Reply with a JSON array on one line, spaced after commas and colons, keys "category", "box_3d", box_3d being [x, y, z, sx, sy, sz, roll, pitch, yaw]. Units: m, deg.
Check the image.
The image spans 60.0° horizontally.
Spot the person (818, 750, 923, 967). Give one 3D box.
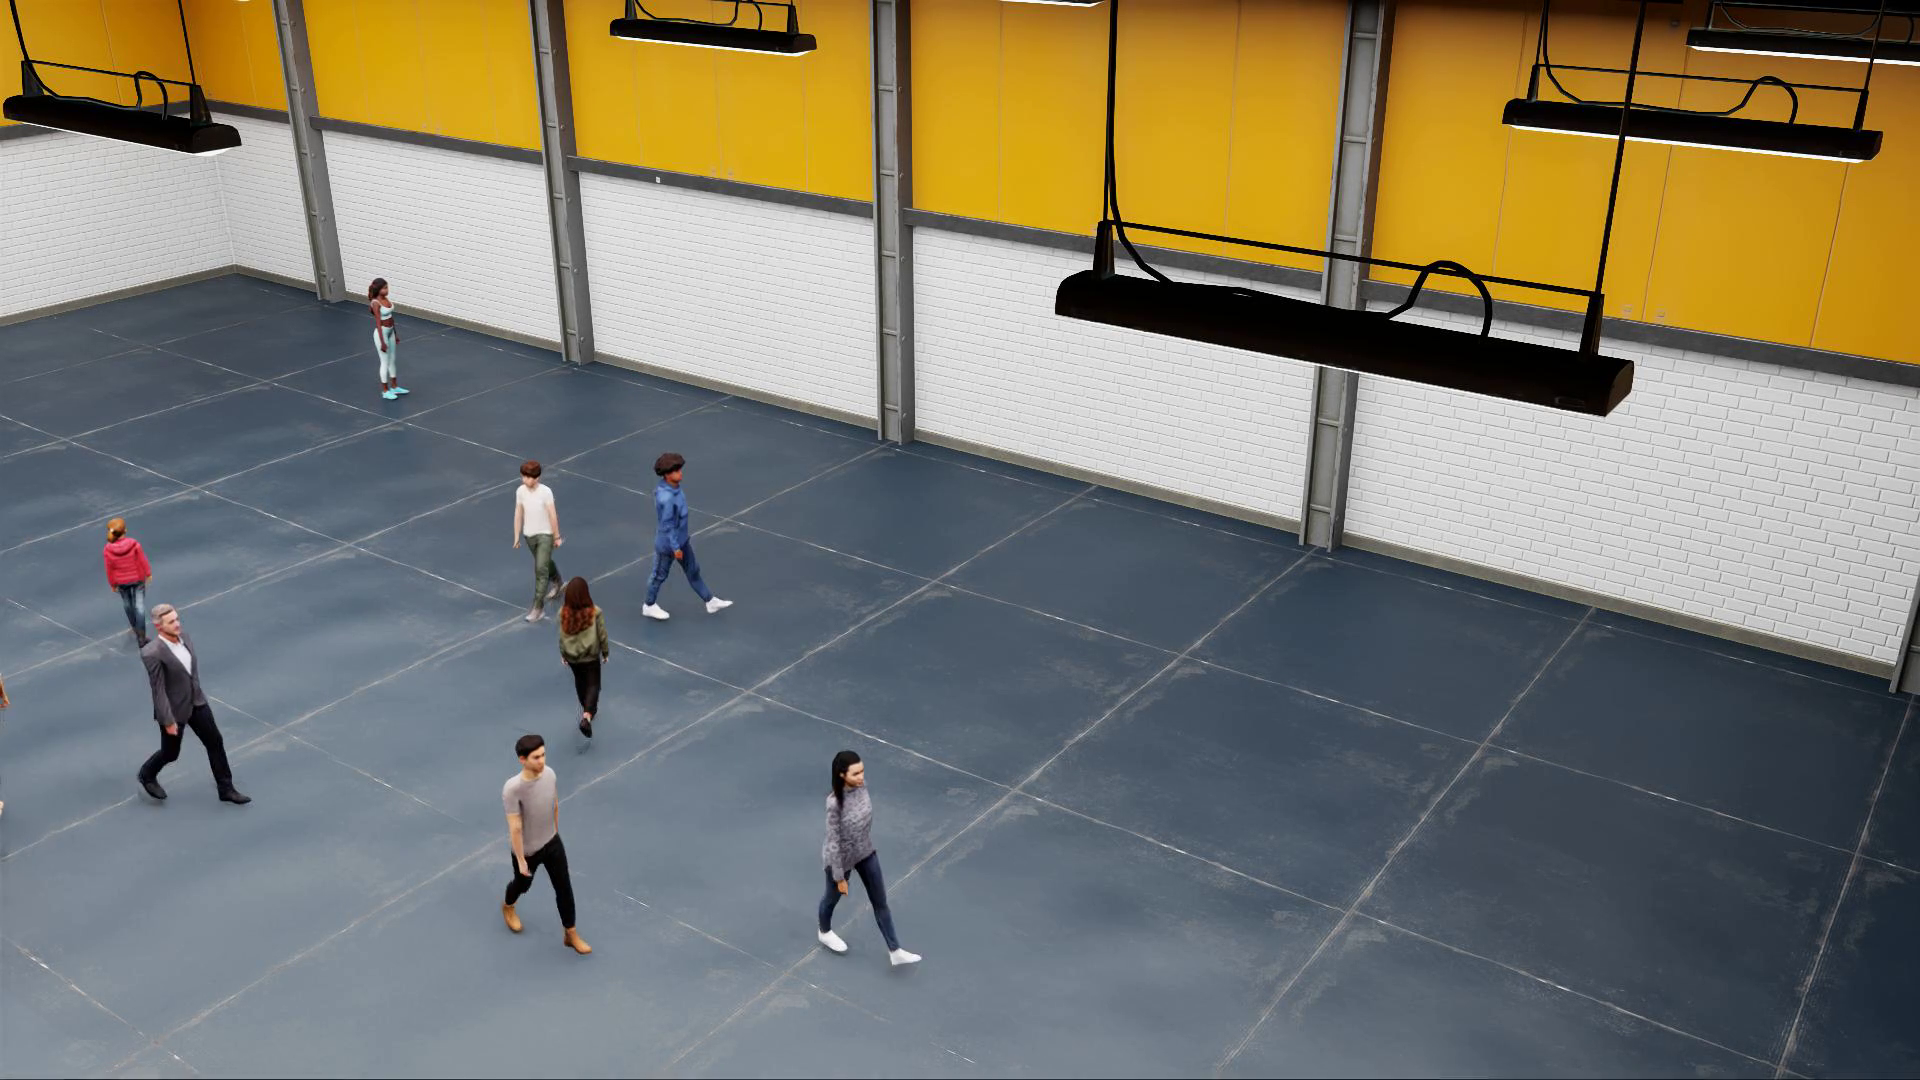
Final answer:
[{"category": "person", "box_3d": [-0.850, 2.215, 11.725, 1.100, 1.693, 0.693, 18, 29, 35]}]

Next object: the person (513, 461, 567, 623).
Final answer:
[{"category": "person", "box_3d": [-4.268, -0.055, 17.019, 1.148, 1.610, 0.935, 6, 24, 13]}]

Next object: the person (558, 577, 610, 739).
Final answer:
[{"category": "person", "box_3d": [-3.342, 1.053, 14.675, 0.963, 1.457, 0.945, 1, 24, 2]}]

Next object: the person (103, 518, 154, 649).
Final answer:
[{"category": "person", "box_3d": [-8.139, 0.438, 16.285, 0.764, 1.296, 0.845, -5, 24, -12]}]

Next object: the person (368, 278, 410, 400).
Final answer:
[{"category": "person", "box_3d": [-8.028, -2.828, 23.222, 0.662, 1.723, 0.648, 4, 24, 9]}]

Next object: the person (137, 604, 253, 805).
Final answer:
[{"category": "person", "box_3d": [-6.413, 1.365, 13.535, 1.311, 1.800, 1.012, 6, 24, 13]}]

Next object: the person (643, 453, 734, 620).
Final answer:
[{"category": "person", "box_3d": [-2.970, -0.003, 16.706, 1.260, 1.767, 1.003, 4, 24, 10]}]

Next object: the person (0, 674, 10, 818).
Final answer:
[{"category": "person", "box_3d": [-7.946, 1.435, 13.437, 0.920, 1.749, 1.163, -13, 27, -26]}]

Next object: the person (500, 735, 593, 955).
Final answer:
[{"category": "person", "box_3d": [-3.087, 2.145, 11.889, 1.145, 1.689, 0.723, 21, 31, 40]}]
